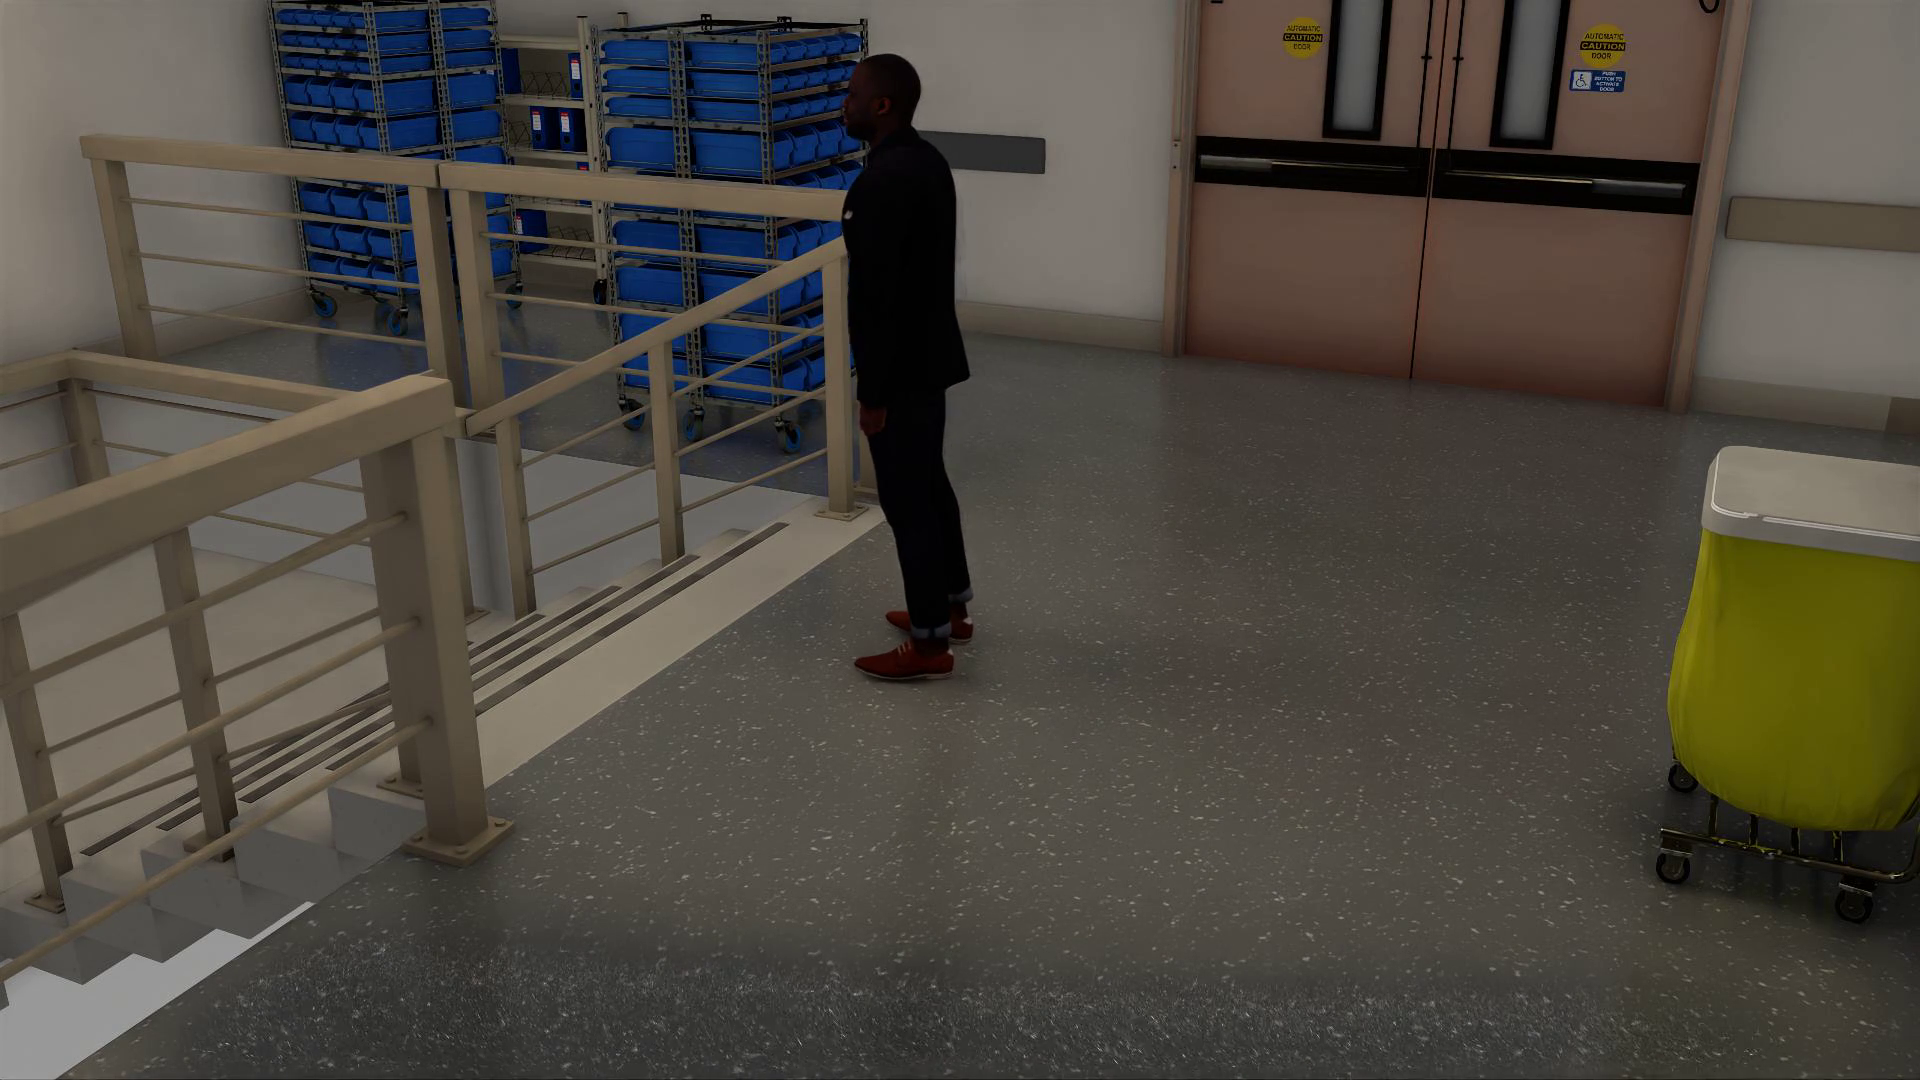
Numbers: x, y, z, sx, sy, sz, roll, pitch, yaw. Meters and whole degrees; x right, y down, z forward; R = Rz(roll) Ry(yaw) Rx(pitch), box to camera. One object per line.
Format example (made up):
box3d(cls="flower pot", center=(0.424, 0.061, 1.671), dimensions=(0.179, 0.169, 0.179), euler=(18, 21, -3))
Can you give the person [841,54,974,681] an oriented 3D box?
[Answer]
box3d(cls="person", center=(-0.141, -0.489, 4.893), dimensions=(0.687, 1.811, 0.754), euler=(4, 21, 11))
